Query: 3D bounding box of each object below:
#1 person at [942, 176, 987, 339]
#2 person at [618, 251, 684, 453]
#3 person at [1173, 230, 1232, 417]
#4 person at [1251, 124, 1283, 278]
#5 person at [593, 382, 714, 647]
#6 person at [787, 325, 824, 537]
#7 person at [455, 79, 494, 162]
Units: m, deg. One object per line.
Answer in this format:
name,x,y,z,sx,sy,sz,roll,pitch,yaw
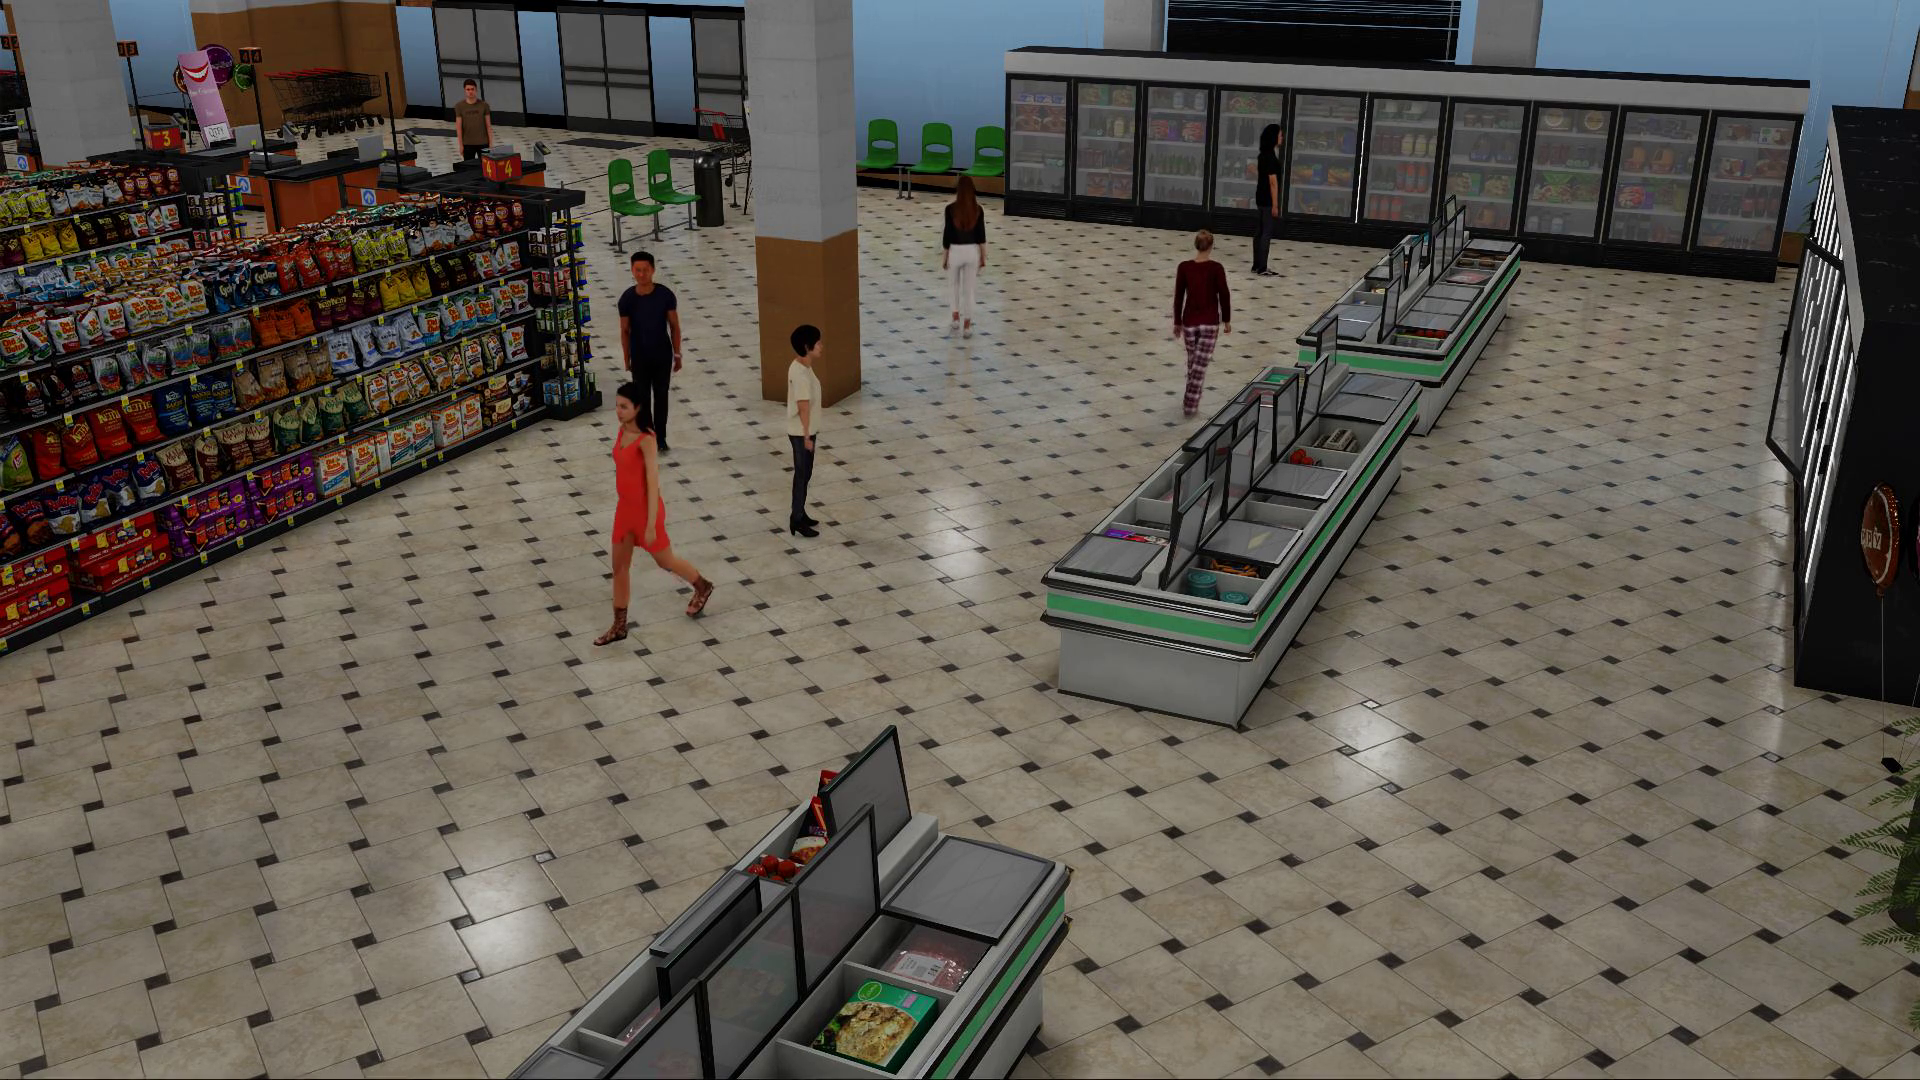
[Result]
person,0.035,-2.964,17.537,0.780,1.688,0.869,0,22,0
person,-2.574,-1.552,13.927,0.978,1.760,1.089,-5,22,-12
person,2.147,-1.937,14.997,0.640,1.676,0.869,12,25,27
person,3.748,-4.162,20.322,0.772,1.836,0.670,-4,22,-9
person,-1.956,-0.179,10.619,1.224,1.679,0.876,-20,30,-41
person,-1.162,-0.807,12.313,0.726,1.581,0.613,-2,22,-4
person,-7.114,-5.818,24.422,0.732,1.851,0.804,-9,24,-21
